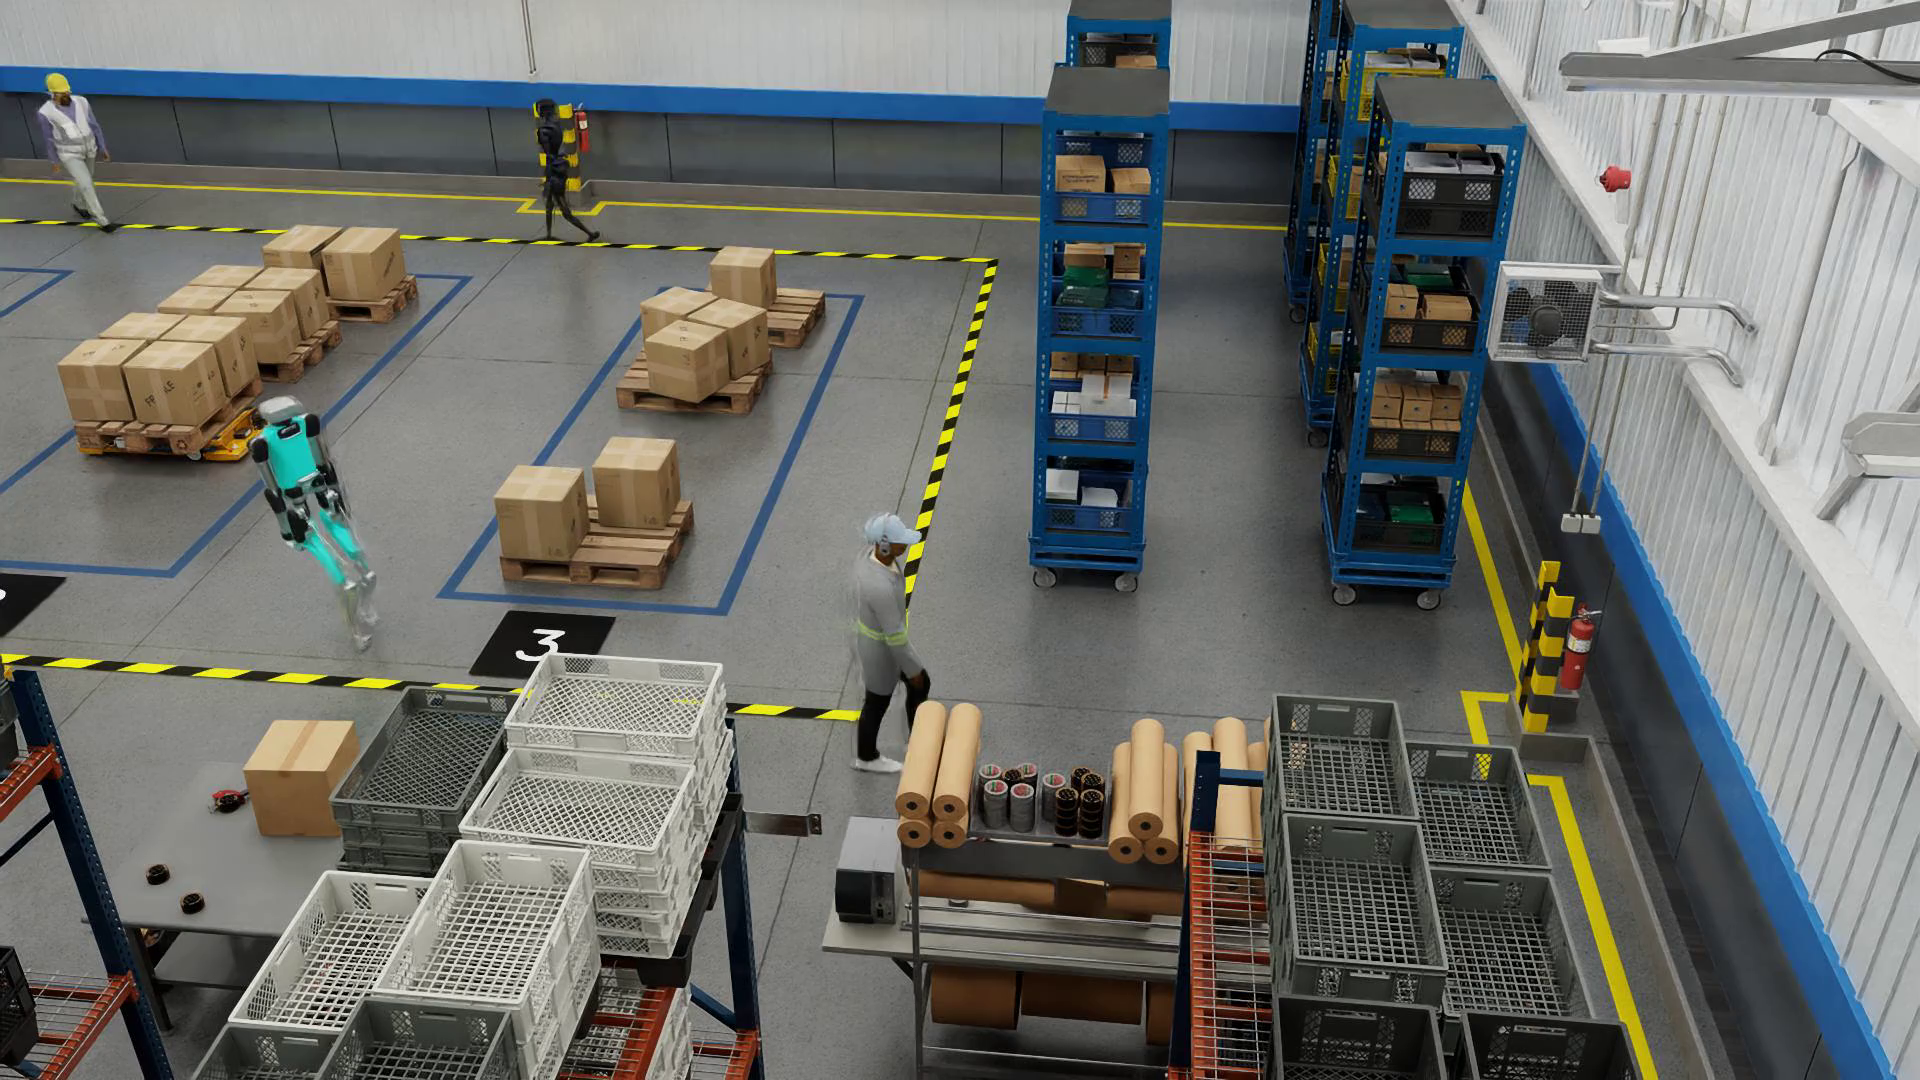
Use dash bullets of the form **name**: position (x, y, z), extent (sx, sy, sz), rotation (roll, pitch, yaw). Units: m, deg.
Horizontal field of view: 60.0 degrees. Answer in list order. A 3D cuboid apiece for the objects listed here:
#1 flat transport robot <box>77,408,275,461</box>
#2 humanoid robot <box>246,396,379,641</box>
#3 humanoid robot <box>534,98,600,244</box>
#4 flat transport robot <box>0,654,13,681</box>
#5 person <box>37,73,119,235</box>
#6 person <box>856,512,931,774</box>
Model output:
- **flat transport robot**: position (-6.728, -0.944, 14.268), extent (1.431, 0.197, 0.652), rotation (3, 30, 6)
- **humanoid robot**: position (-4.306, -0.087, 11.381), extent (0.812, 1.771, 0.540), rotation (17, 34, 27)
- **humanoid robot**: position (-4.387, -4.022, 18.235), extent (0.743, 1.654, 0.606), rotation (-1, 30, -2)
- **flat transport robot**: position (-7.142, 0.969, 11.010), extent (1.431, 0.231, 0.659), rotation (3, 30, 6)
- **person**: position (-9.962, -4.387, 18.704), extent (0.941, 1.786, 0.577), rotation (17, 34, 26)
- **person**: position (-0.313, 0.654, 10.006), extent (0.751, 1.825, 0.594), rotation (2, 30, 4)
